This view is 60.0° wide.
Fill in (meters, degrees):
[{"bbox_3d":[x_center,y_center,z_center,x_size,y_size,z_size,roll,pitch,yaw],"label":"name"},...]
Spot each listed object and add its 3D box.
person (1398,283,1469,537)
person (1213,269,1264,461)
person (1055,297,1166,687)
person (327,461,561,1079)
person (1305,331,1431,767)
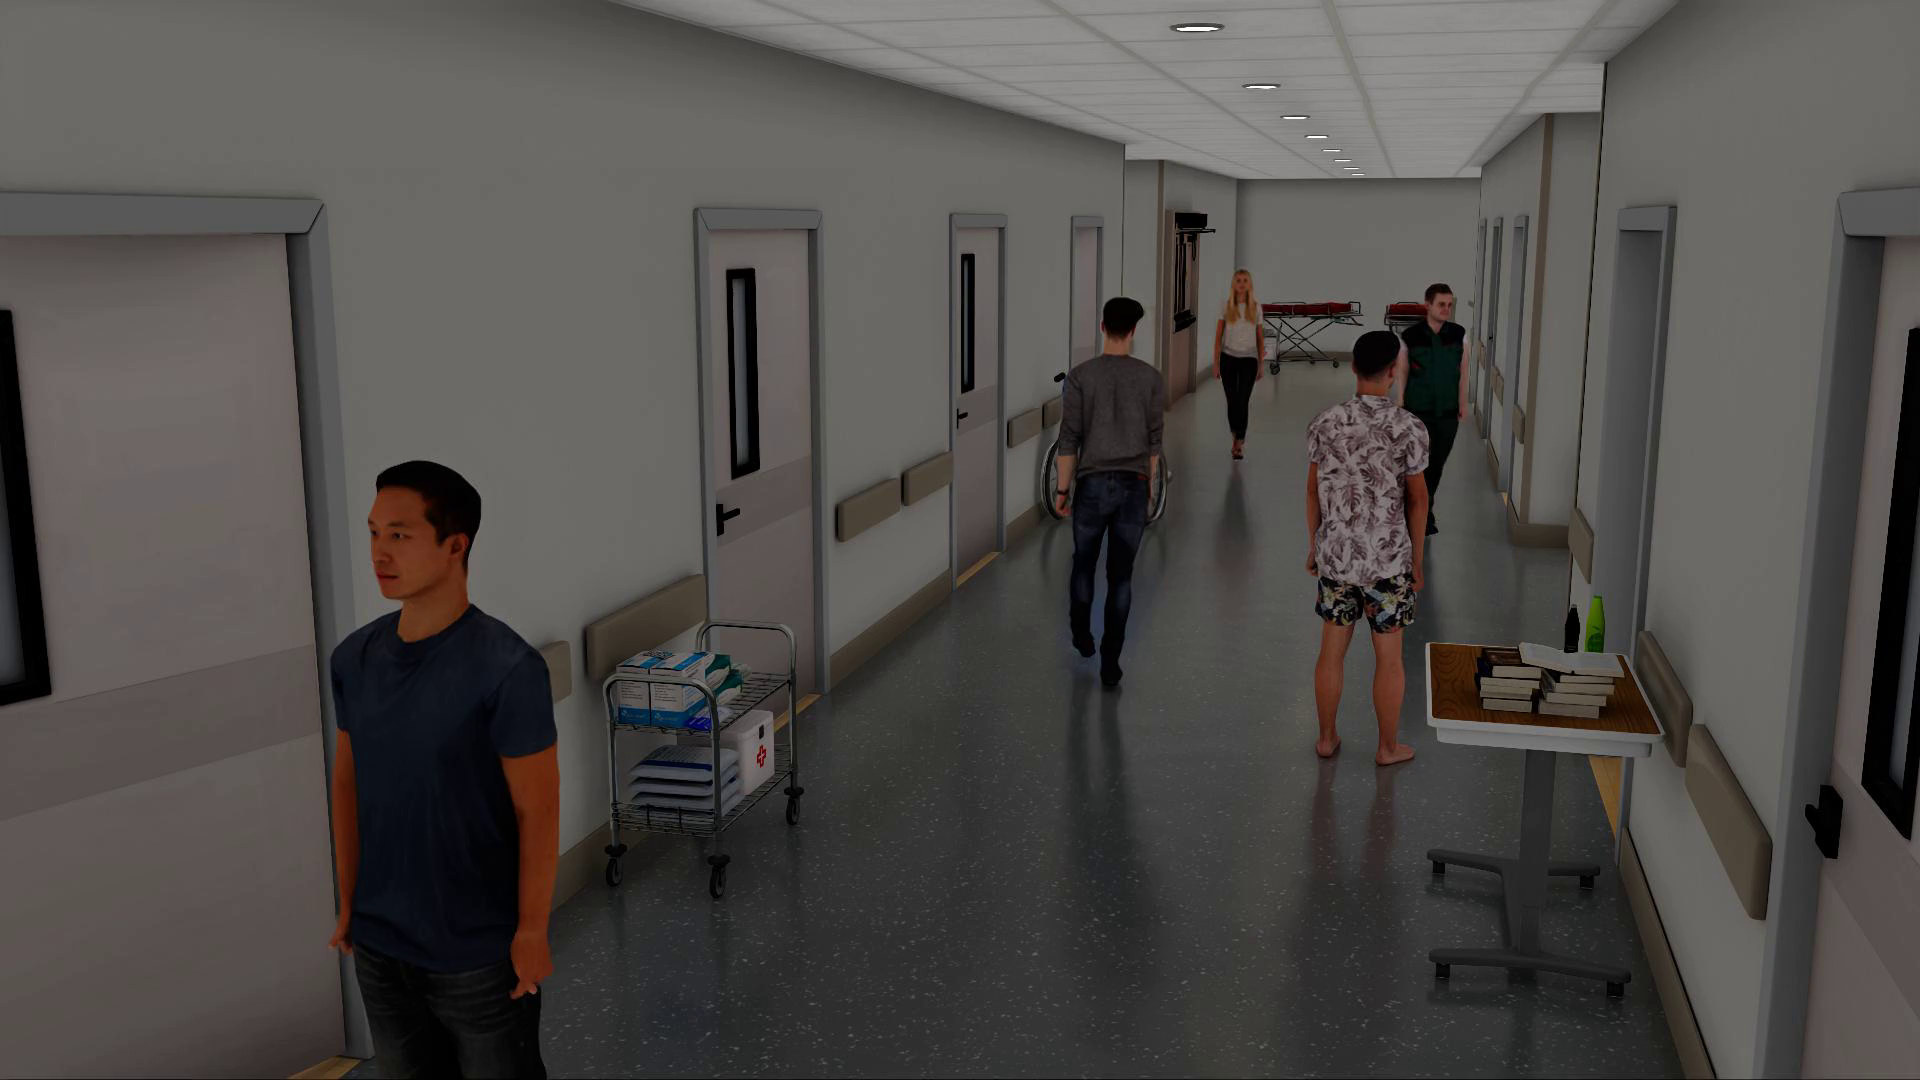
[{"bbox_3d":[3.421,-0.926,12.083,0.862,1.791,1.196,0,11,0],"label":"person"},{"bbox_3d":[2.666,-1.652,15.959,0.671,1.776,1.204,2,11,11],"label":"person"},{"bbox_3d":[0.745,-0.209,8.107,0.796,1.871,1.056,1,11,3],"label":"person"},{"bbox_3d":[-0.994,0.741,3.260,0.685,1.810,0.574,5,12,23],"label":"person"},{"bbox_3d":[1.700,0.034,6.973,0.715,1.816,0.651,6,12,28],"label":"person"}]
